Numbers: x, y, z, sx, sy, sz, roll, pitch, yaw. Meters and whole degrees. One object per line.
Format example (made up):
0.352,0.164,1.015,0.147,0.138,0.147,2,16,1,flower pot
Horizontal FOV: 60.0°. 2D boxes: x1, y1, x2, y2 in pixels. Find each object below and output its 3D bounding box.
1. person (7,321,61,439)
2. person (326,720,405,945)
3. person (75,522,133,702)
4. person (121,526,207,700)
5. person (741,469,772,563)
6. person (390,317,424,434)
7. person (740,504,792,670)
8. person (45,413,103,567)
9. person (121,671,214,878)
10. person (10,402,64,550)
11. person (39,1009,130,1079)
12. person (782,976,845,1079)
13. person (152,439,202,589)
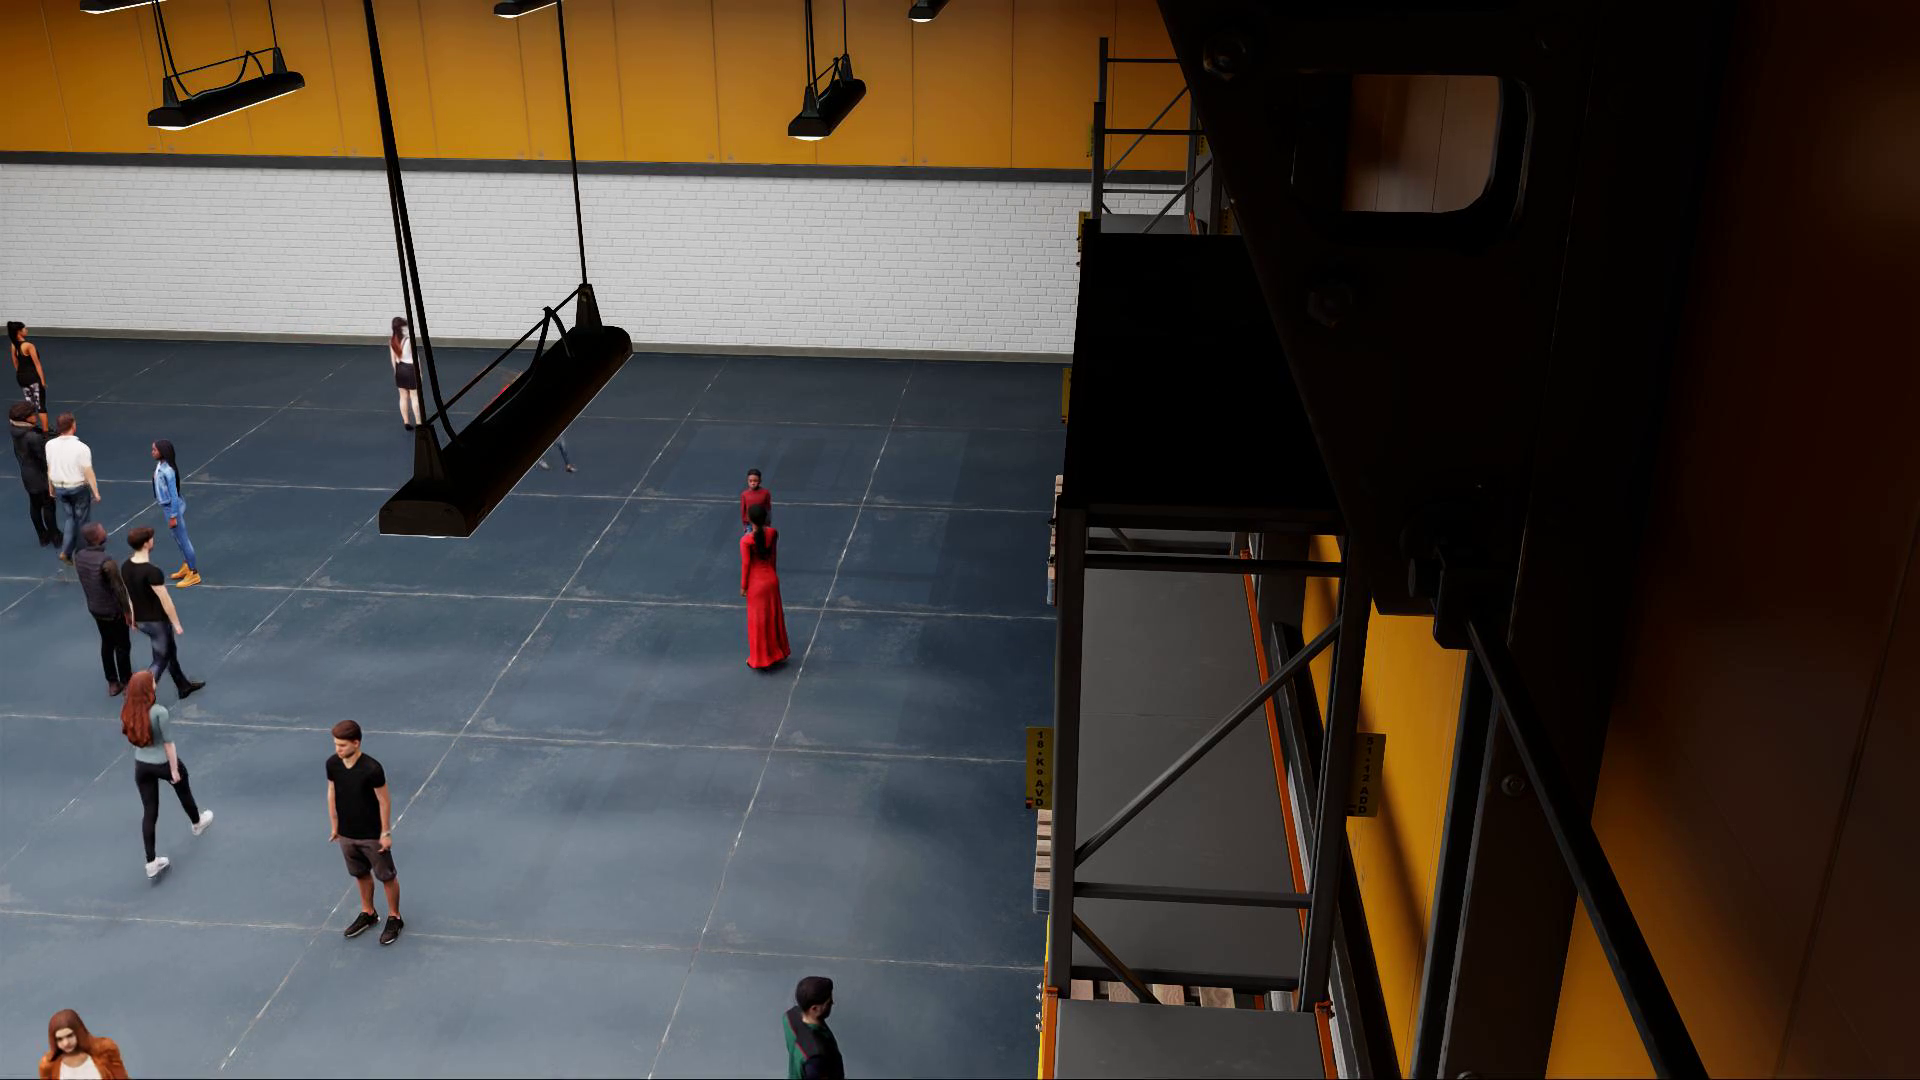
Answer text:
-12.888,-2.237,23.047,0.623,1.662,0.587,8,25,18,person
-4.534,2.191,12.669,0.730,1.861,0.646,7,25,16,person
-8.276,0.678,16.160,0.775,1.837,0.724,12,27,26,person
-7.727,0.821,15.797,1.039,1.867,1.276,12,26,26,person
-2.310,-0.226,18.955,0.519,1.254,0.518,-1,24,-3,person
-7.725,-2.306,23.222,0.589,1.649,0.563,6,24,14,person
-1.993,0.471,16.700,0.807,1.784,0.729,20,31,38,person
-10.128,-0.501,18.868,0.736,1.829,0.792,3,24,7,person
-6.568,1.916,13.508,0.619,1.694,1.140,3,24,7,person
-10.838,-0.759,19.524,0.706,1.777,0.701,12,26,25,person
-5.168,3.459,9.975,0.972,1.696,1.118,-12,27,-26,person
-0.867,3.394,9.868,0.826,1.900,0.696,-10,25,-21,person
-8.786,-0.324,18.608,0.735,1.713,0.645,-14,27,-29,person
